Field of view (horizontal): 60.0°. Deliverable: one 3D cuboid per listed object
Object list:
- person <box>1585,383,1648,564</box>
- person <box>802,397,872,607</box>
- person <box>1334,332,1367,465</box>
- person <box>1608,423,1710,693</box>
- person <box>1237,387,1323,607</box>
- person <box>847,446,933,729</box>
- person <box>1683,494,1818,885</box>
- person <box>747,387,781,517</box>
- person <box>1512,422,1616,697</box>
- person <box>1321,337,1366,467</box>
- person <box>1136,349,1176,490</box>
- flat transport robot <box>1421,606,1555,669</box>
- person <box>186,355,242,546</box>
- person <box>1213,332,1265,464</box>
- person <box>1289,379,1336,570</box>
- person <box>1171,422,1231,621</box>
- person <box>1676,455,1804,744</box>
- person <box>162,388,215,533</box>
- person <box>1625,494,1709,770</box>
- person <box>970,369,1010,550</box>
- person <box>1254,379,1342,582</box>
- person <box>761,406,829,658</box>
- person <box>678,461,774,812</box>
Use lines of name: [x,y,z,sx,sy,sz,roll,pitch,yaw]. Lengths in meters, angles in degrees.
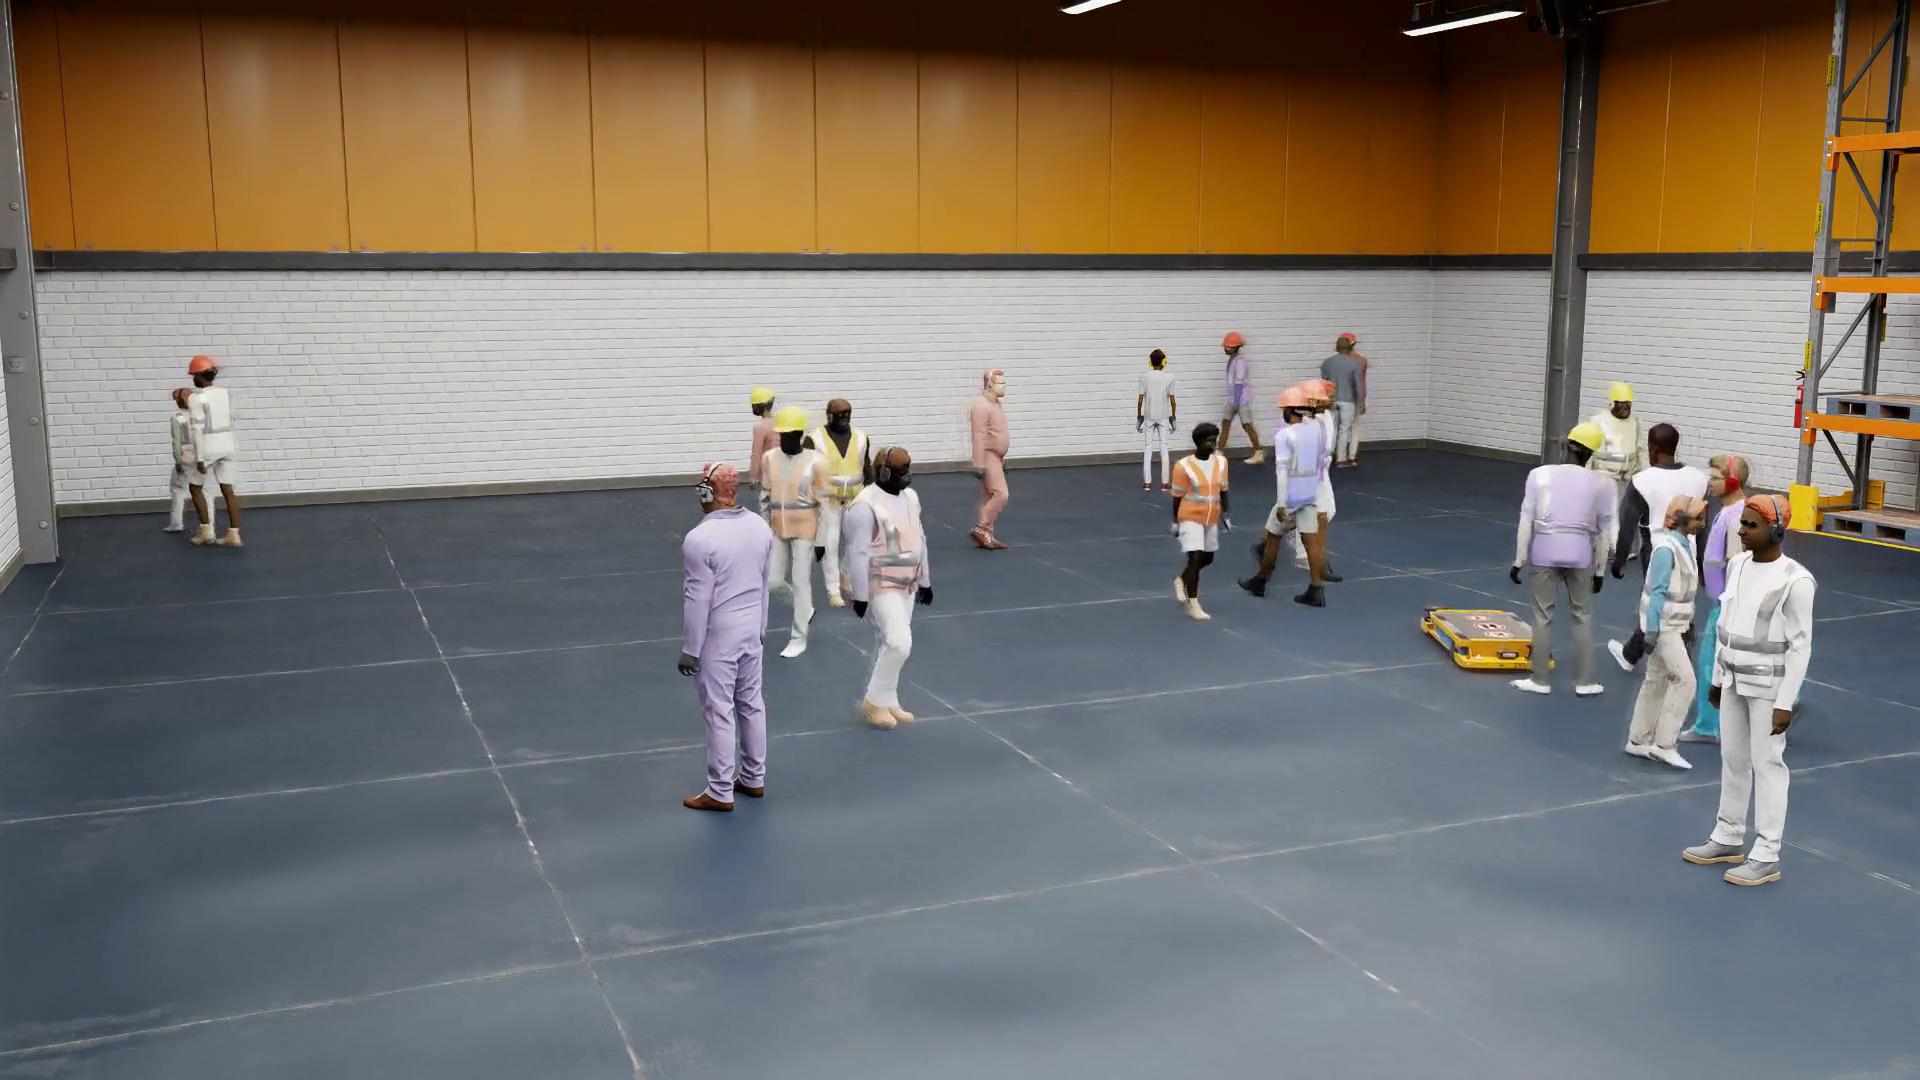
person: [6.572,-0.648,16.507,0.626,1.788,0.890,-2,10,-14]
person: [-1.061,-0.331,14.484,0.638,1.828,0.444,-4,10,-21]
person: [5.761,-2.095,24.747,0.674,1.976,0.521,-4,10,-21]
person: [4.873,0.115,11.685,0.594,1.857,1.002,-3,10,-18]
person: [2.880,-0.394,14.663,0.580,1.890,0.939,-6,11,-33]
person: [-0.432,0.307,10.652,0.453,1.827,0.634,5,11,27]
person: [3.819,0.712,8.010,0.356,1.883,0.573,-2,10,-12]
person: [-2.004,-0.667,16.780,0.725,1.733,0.546,4,10,23]
person: [4.174,0.146,11.454,0.678,1.882,0.407,2,10,10]
person: [5.628,-2.020,24.446,0.420,1.927,0.667,-9,13,-44]
person: [2.595,-1.585,21.977,0.536,1.865,0.312,2,10,10]
flat transport robot: [4.020,0.735,12.736,0.652,0.197,1.431,1,9,3]
person: [-7.907,-0.925,17.517,0.681,2.020,0.621,4,10,23]
person: [4.109,-2.079,24.638,0.988,1.990,0.618,-2,10,-14]
person: [3.447,-0.639,16.243,0.602,1.866,0.439,-8,12,-38]
person: [1.976,-0.188,14.103,0.541,1.671,0.638,-5,11,-28]
person: [4.806,0.385,10.208,0.682,1.823,0.572,4,10,22]
person: [-8.568,-0.869,18.405,0.680,1.617,0.520,5,10,26]
person: [4.242,0.537,9.835,0.550,1.614,0.531,6,11,33]
person: [0.347,-0.824,17.269,0.435,1.890,0.677,3,10,15]
person: [3.240,-0.579,15.776,0.548,1.914,0.884,-7,12,-37]
person: [-1.250,-0.072,12.654,0.615,1.913,0.484,5,11,28]
person: [-1.300,0.523,9.079,0.407,1.909,0.638,6,11,32]
